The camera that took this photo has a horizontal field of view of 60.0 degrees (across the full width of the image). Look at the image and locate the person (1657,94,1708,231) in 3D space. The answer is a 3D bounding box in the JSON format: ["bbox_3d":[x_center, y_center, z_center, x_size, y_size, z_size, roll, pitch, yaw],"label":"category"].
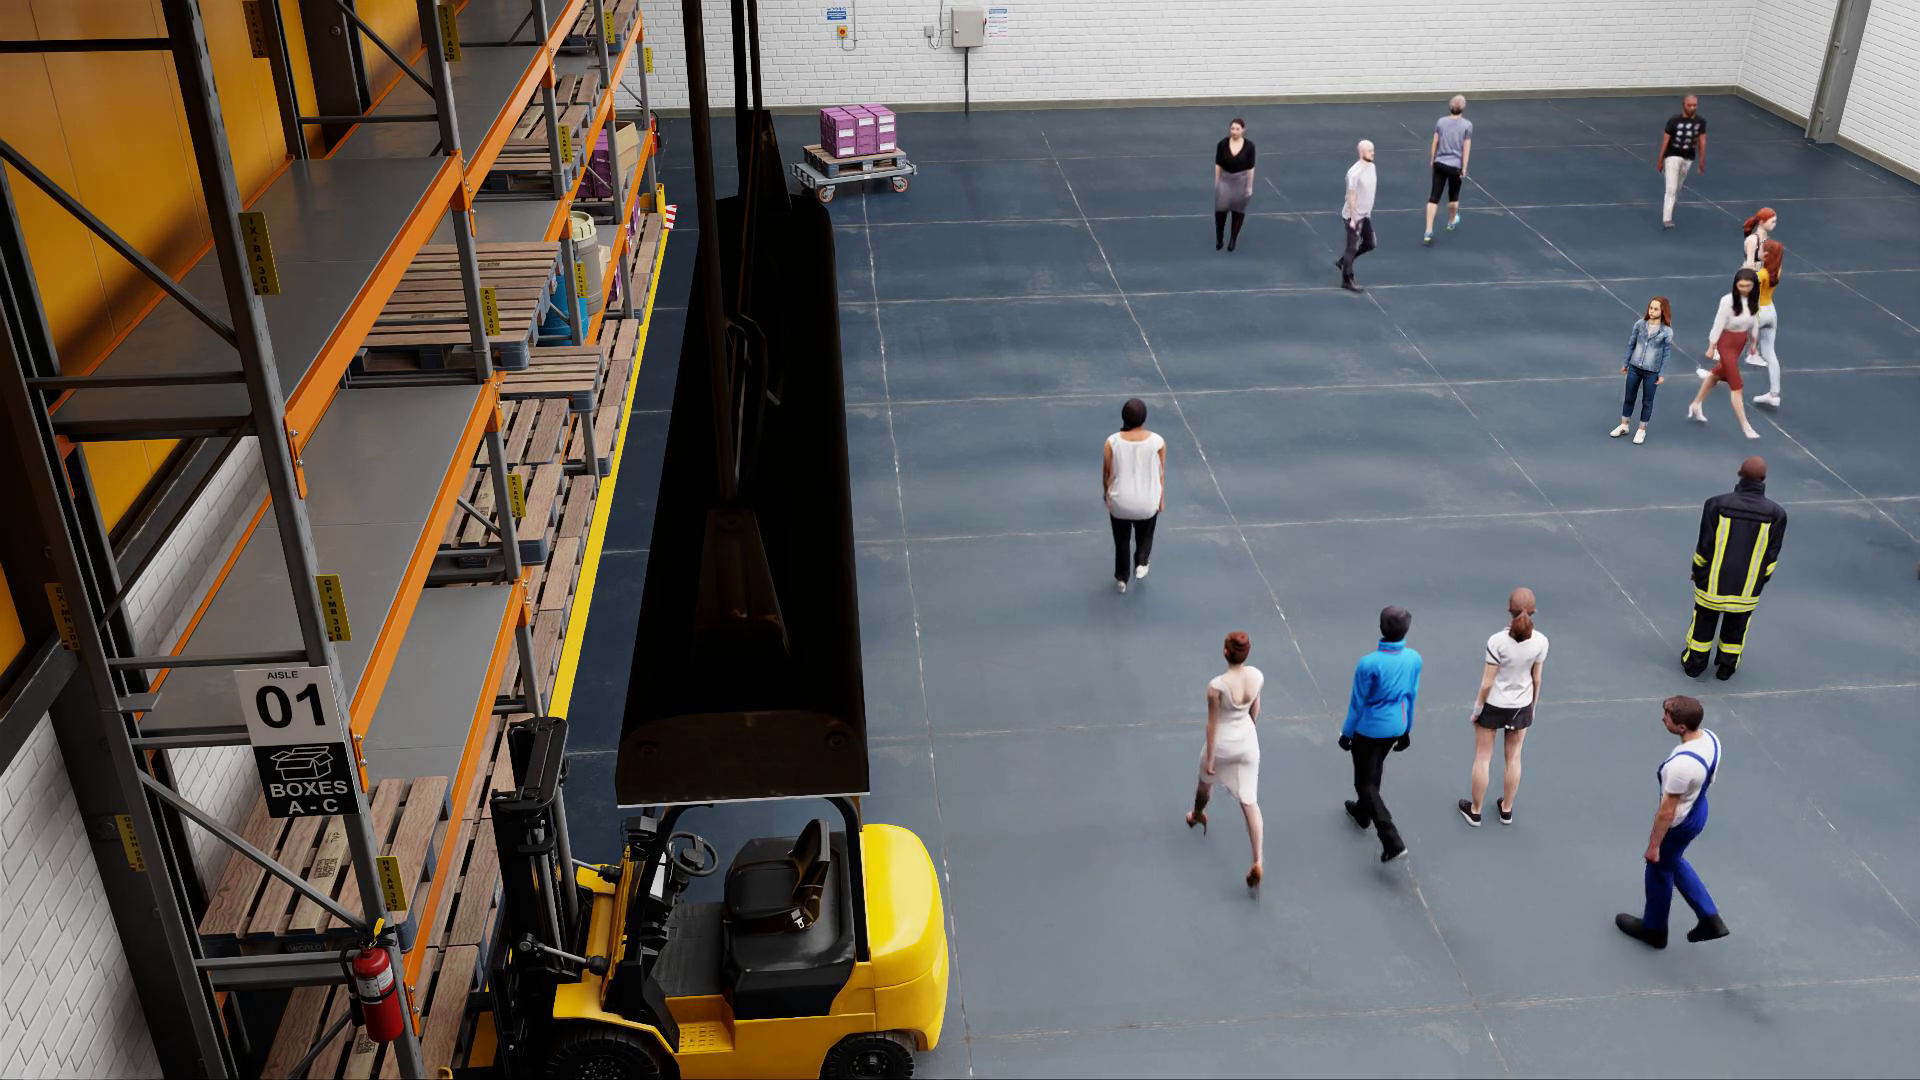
[{"bbox_3d":[9.601,-5.062,22.229,0.837,1.745,1.283,2,29,4],"label":"person"}]

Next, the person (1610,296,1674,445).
[{"bbox_3d":[6.726,-1.682,16.314,0.632,1.476,0.703,24,37,37],"label":"person"}]

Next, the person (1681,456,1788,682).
[{"bbox_3d":[5.801,0.209,12.486,0.850,1.822,0.834,10,30,17],"label":"person"}]

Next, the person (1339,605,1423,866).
[{"bbox_3d":[2.714,1.266,10.601,0.825,1.771,1.120,-11,30,-19],"label":"person"}]

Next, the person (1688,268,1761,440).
[{"bbox_3d":[7.533,-1.873,16.436,0.900,1.694,1.185,-13,31,-23],"label":"person"}]

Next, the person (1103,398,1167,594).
[{"bbox_3d":[1.415,-0.332,13.634,0.743,1.673,0.765,4,29,7],"label":"person"}]

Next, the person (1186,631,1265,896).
[{"bbox_3d":[1.752,1.396,10.391,0.777,1.743,1.175,-10,30,-17],"label":"person"}]

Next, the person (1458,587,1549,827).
[{"bbox_3d":[3.574,1.102,10.923,0.571,1.750,0.522,-1,29,-3],"label":"person"}]

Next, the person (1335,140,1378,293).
[{"bbox_3d":[4.730,-3.923,20.065,0.855,1.818,0.916,-25,38,-38],"label":"person"}]

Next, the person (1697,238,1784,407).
[{"bbox_3d":[8.241,-2.182,17.005,0.922,1.692,1.264,-17,33,-28],"label":"person"}]

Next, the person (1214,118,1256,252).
[{"bbox_3d":[3.529,-4.565,21.323,0.751,1.741,0.762,7,29,12],"label":"person"}]

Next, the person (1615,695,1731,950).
[{"bbox_3d":[4.272,1.721,9.713,0.967,1.823,1.043,-20,35,-33],"label":"person"}]

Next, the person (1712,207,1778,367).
[{"bbox_3d":[8.397,-2.736,17.945,0.880,1.764,0.986,-25,37,-38],"label":"person"}]

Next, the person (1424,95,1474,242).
[{"bbox_3d":[6.315,-4.783,21.627,1.127,1.832,1.314,15,32,25],"label":"person"}]
